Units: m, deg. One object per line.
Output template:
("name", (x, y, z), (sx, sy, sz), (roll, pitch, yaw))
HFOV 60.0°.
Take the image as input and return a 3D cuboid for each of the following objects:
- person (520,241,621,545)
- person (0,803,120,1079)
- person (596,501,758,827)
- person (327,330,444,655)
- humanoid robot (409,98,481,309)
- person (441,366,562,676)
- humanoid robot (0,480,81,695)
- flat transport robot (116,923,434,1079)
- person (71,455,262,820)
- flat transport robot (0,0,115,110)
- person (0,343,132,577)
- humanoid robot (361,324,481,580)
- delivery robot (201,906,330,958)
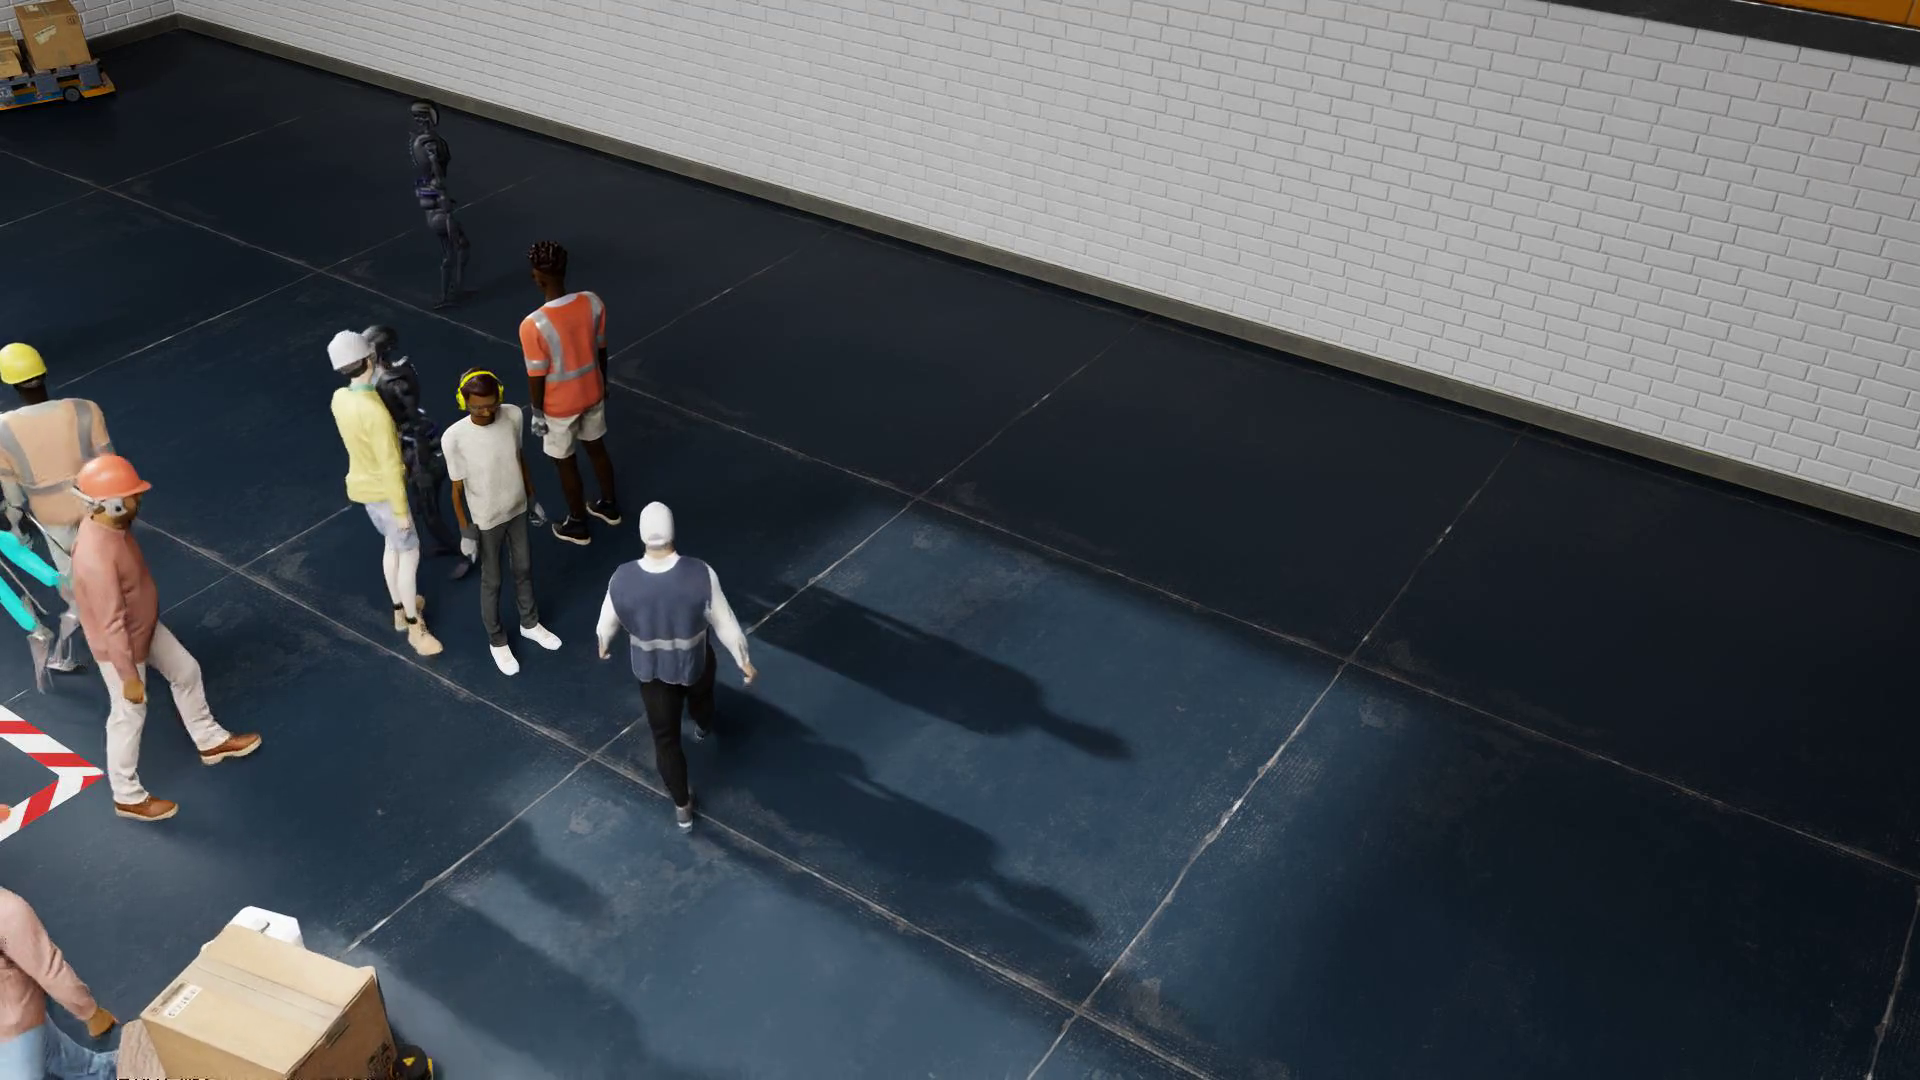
("person", (-2.351, -0.879, 10.052), (0.375, 1.955, 0.611), (23, 41, 29))
("person", (-3.595, 1.744, 6.326), (0.670, 1.932, 0.962), (15, 38, 20))
("person", (-1.411, 0.525, 8.253), (0.776, 1.702, 0.916), (-5, 35, -7))
("person", (-3.161, -0.226, 9.220), (0.366, 1.854, 0.706), (-29, 44, -34))
("humanoid robot", (-3.973, -2.562, 12.696), (0.397, 1.640, 0.588), (-15, 38, -20))
("person", (-2.490, -0.121, 9.047), (0.319, 1.863, 0.531), (26, 43, 32))
("humanoid robot", (-5.045, 0.095, 8.896), (0.679, 1.850, 0.554), (10, 36, 13))
("flat transport robot", (-2.850, 2.505, 6.684), (1.431, 0.231, 0.659), (-10, 36, -14))
("person", (-3.999, 0.463, 8.145), (0.826, 1.950, 0.722), (-11, 36, -15))
("flat transport robot", (-9.363, -4.556, 16.774), (1.431, 0.231, 0.659), (-21, 40, -27))
("person", (-4.859, -0.186, 9.111), (0.585, 1.892, 0.759), (-25, 42, -31))
("humanoid robot", (-3.178, -0.534, 9.801), (0.396, 1.640, 0.594), (-24, 41, -30))
("delivery robot", (-3.150, 1.962, 7.219), (0.499, 0.605, 0.799), (11, 36, 15))
